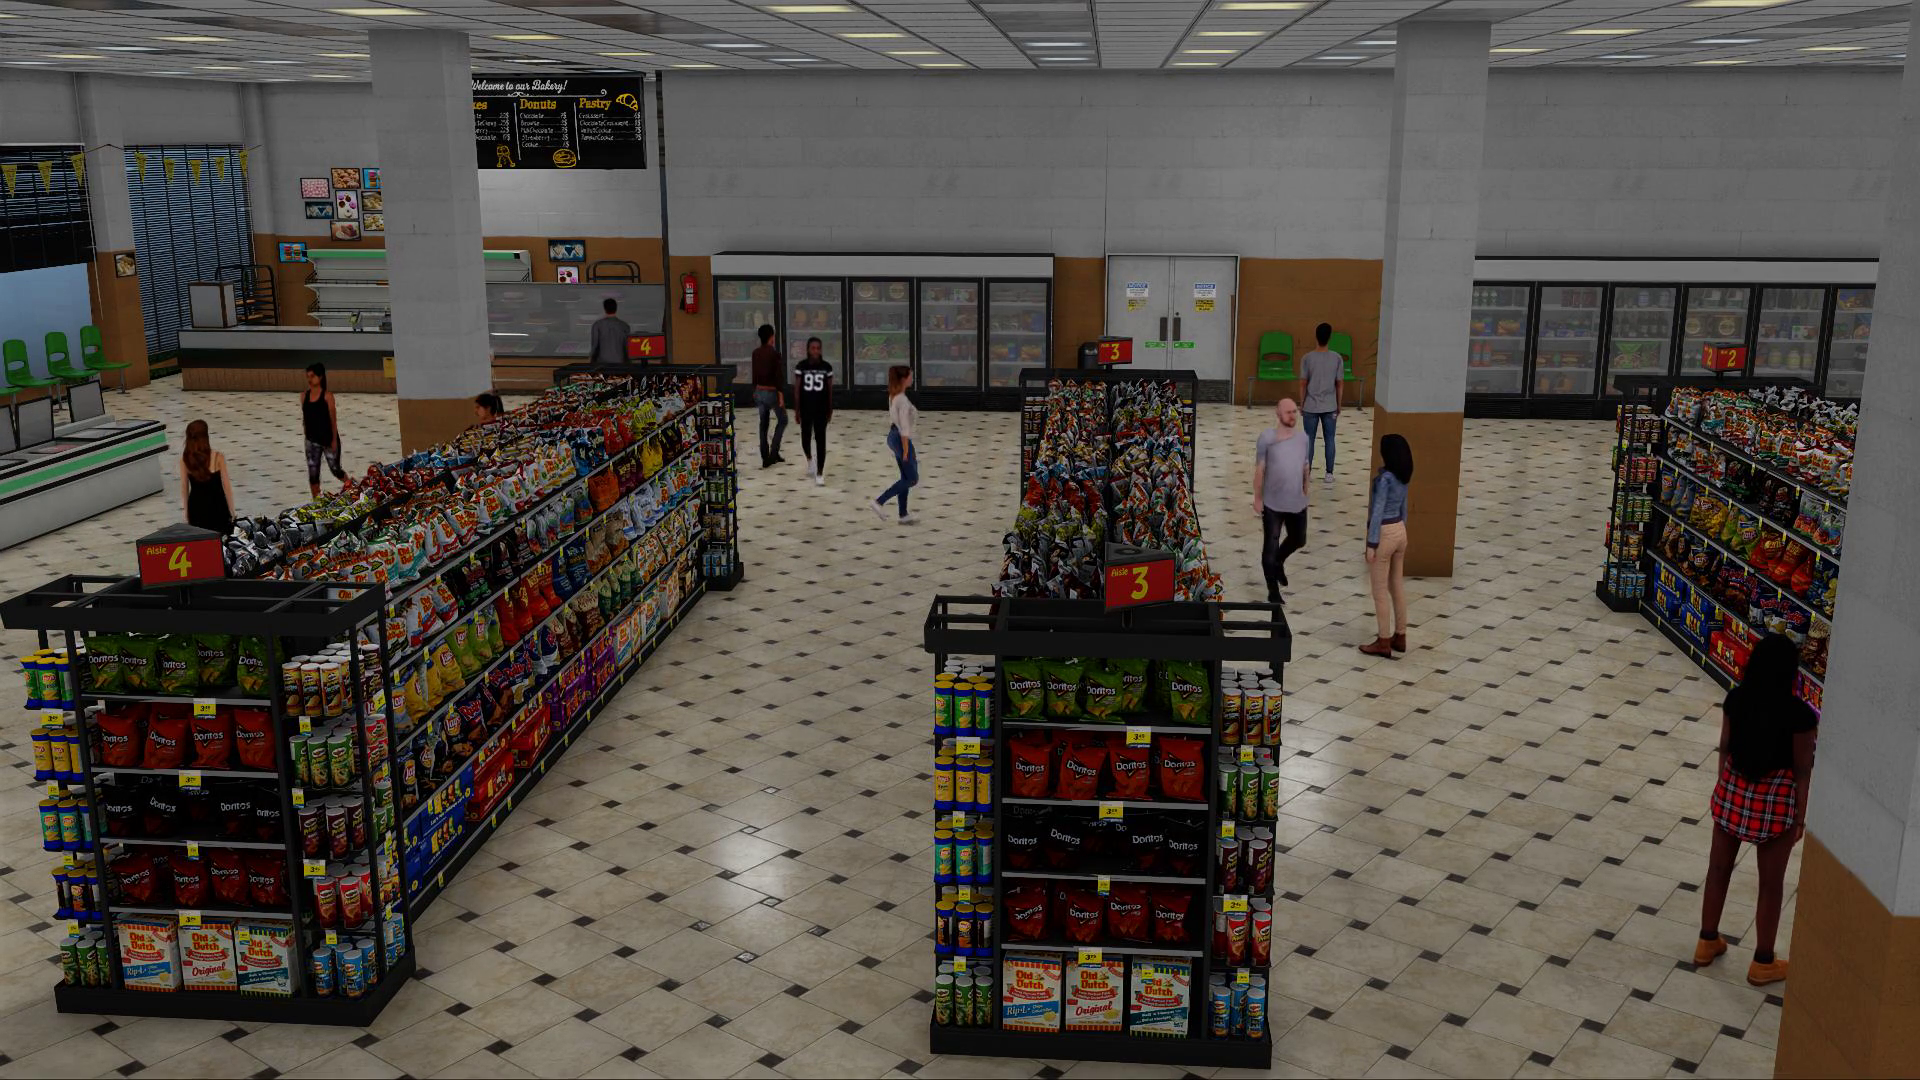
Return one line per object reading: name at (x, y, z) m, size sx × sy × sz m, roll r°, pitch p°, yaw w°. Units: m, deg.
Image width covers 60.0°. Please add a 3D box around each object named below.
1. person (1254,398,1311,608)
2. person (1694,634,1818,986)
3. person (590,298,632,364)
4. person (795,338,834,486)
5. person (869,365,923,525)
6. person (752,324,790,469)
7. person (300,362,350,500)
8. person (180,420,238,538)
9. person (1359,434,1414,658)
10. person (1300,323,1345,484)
person at (2.794, -0.356, 14.643) m, size 0.858 × 1.825 × 1.000 m, roll -4°, pitch 14°, yaw -15°
person at (3.862, 1.291, 8.062) m, size 0.770 × 1.724 × 0.711 m, roll -11°, pitch 18°, yaw -39°
person at (-4.792, -2.357, 22.882) m, size 1.073 × 1.830 × 1.312 m, roll -5°, pitch 15°, yaw -21°
person at (-1.751, -1.538, 19.771) m, size 0.733 × 1.703 × 1.142 m, roll -1°, pitch 14°, yaw -4°
person at (-0.690, -0.971, 17.426) m, size 0.847 × 1.706 × 0.864 m, roll -4°, pitch 14°, yaw -16°
person at (-2.422, -1.770, 20.580) m, size 0.762 × 1.773 × 0.745 m, roll 8°, pitch 16°, yaw 30°
person at (-6.882, -1.093, 18.076) m, size 0.583 × 1.637 × 1.016 m, roll 2°, pitch 14°, yaw 7°
person at (-6.602, -0.227, 14.565) m, size 0.700 × 1.610 × 0.789 m, roll -2°, pitch 14°, yaw -9°
person at (3.391, 0.034, 13.151) m, size 0.697 × 1.769 × 0.765 m, roll -12°, pitch 18°, yaw -41°
person at (4.280, -1.626, 19.742) m, size 0.661 × 1.889 × 0.550 m, roll 1°, pitch 14°, yaw 6°
